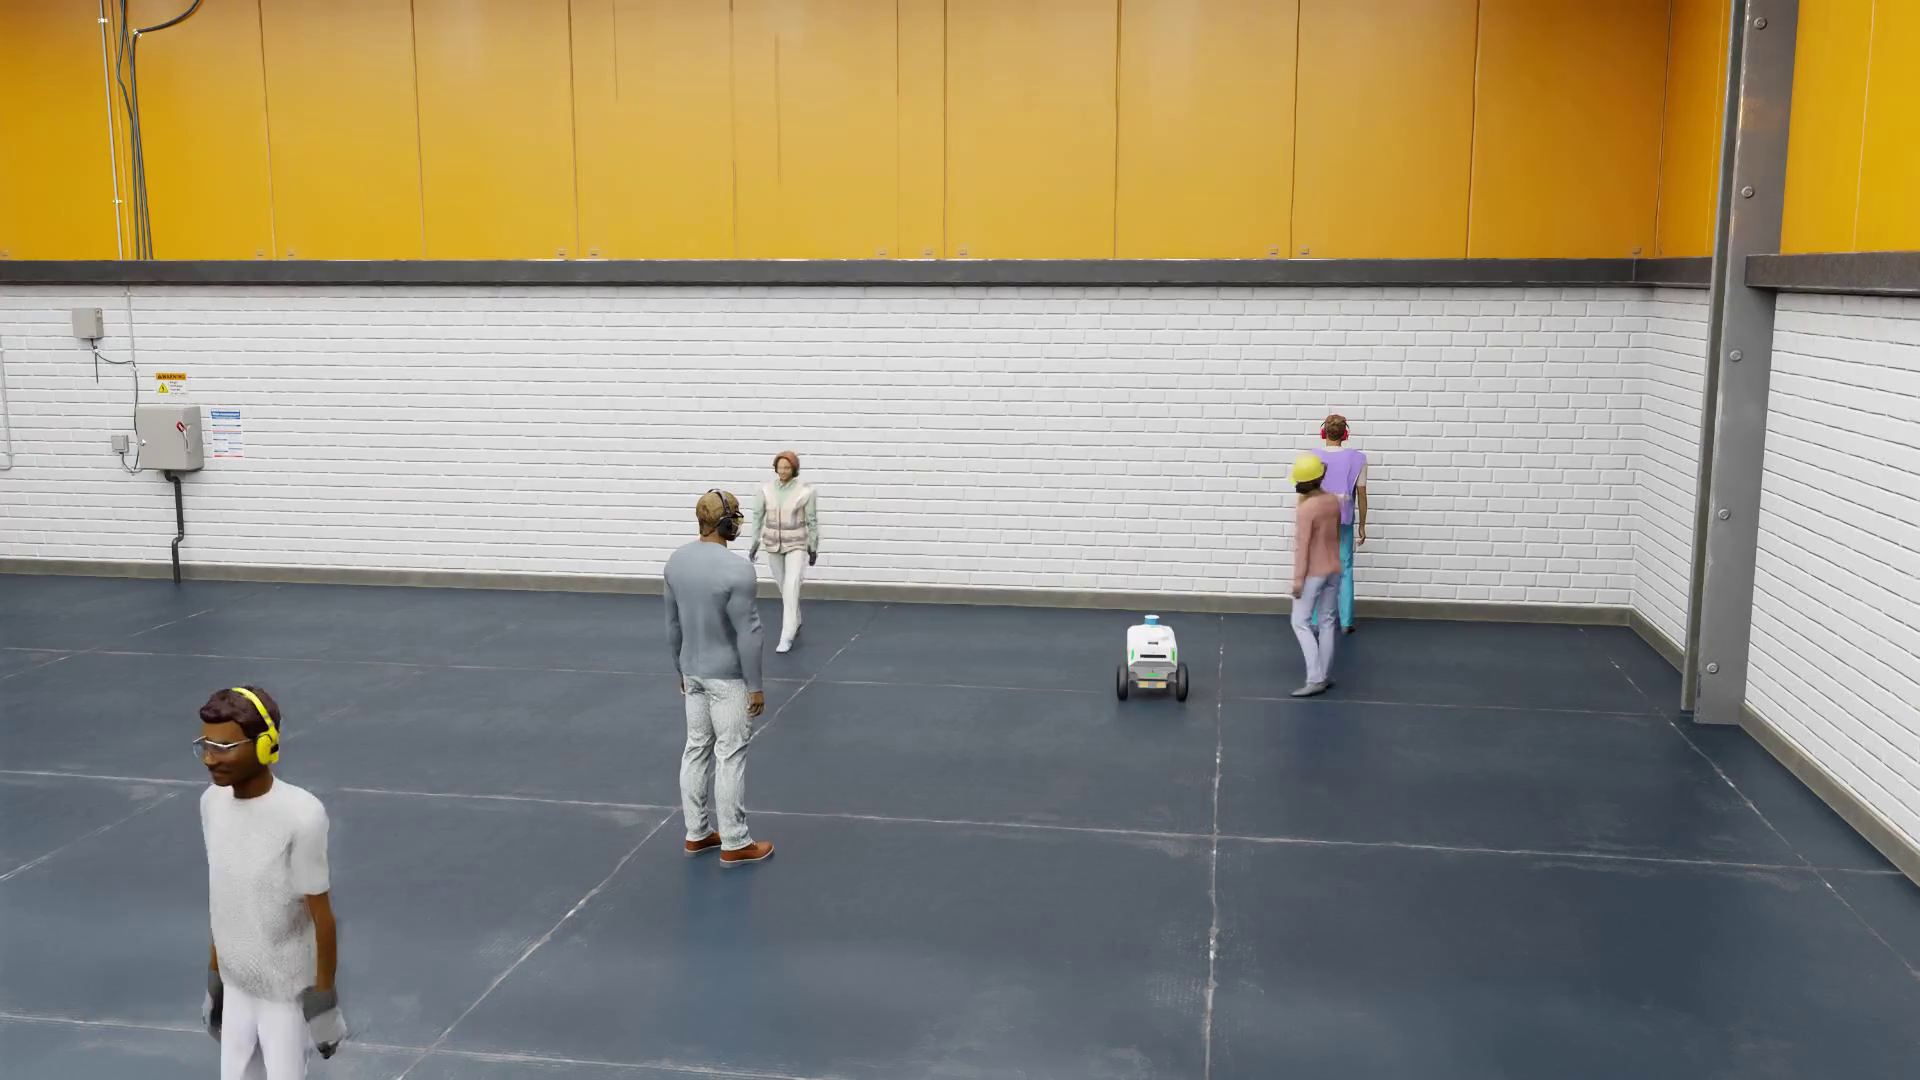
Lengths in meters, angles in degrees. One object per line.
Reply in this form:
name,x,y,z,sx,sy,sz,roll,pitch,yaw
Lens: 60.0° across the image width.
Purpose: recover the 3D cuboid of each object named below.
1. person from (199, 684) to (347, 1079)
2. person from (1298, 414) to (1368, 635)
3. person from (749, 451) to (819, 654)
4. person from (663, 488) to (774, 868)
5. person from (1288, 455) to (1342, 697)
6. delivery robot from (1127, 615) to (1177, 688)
person,-2.021,1.315,4.980,0.525,1.854,0.632,5,11,29
person,3.097,-0.124,13.862,0.569,1.843,0.373,1,9,9
person,-1.401,0.061,13.495,0.521,1.596,0.864,3,10,17
person,-1.232,0.699,8.498,0.635,1.938,0.359,8,12,39
person,2.573,0.251,11.936,0.622,1.732,0.310,-8,12,-40
delivery robot,1.375,0.784,11.941,0.477,0.478,0.707,1,9,5
